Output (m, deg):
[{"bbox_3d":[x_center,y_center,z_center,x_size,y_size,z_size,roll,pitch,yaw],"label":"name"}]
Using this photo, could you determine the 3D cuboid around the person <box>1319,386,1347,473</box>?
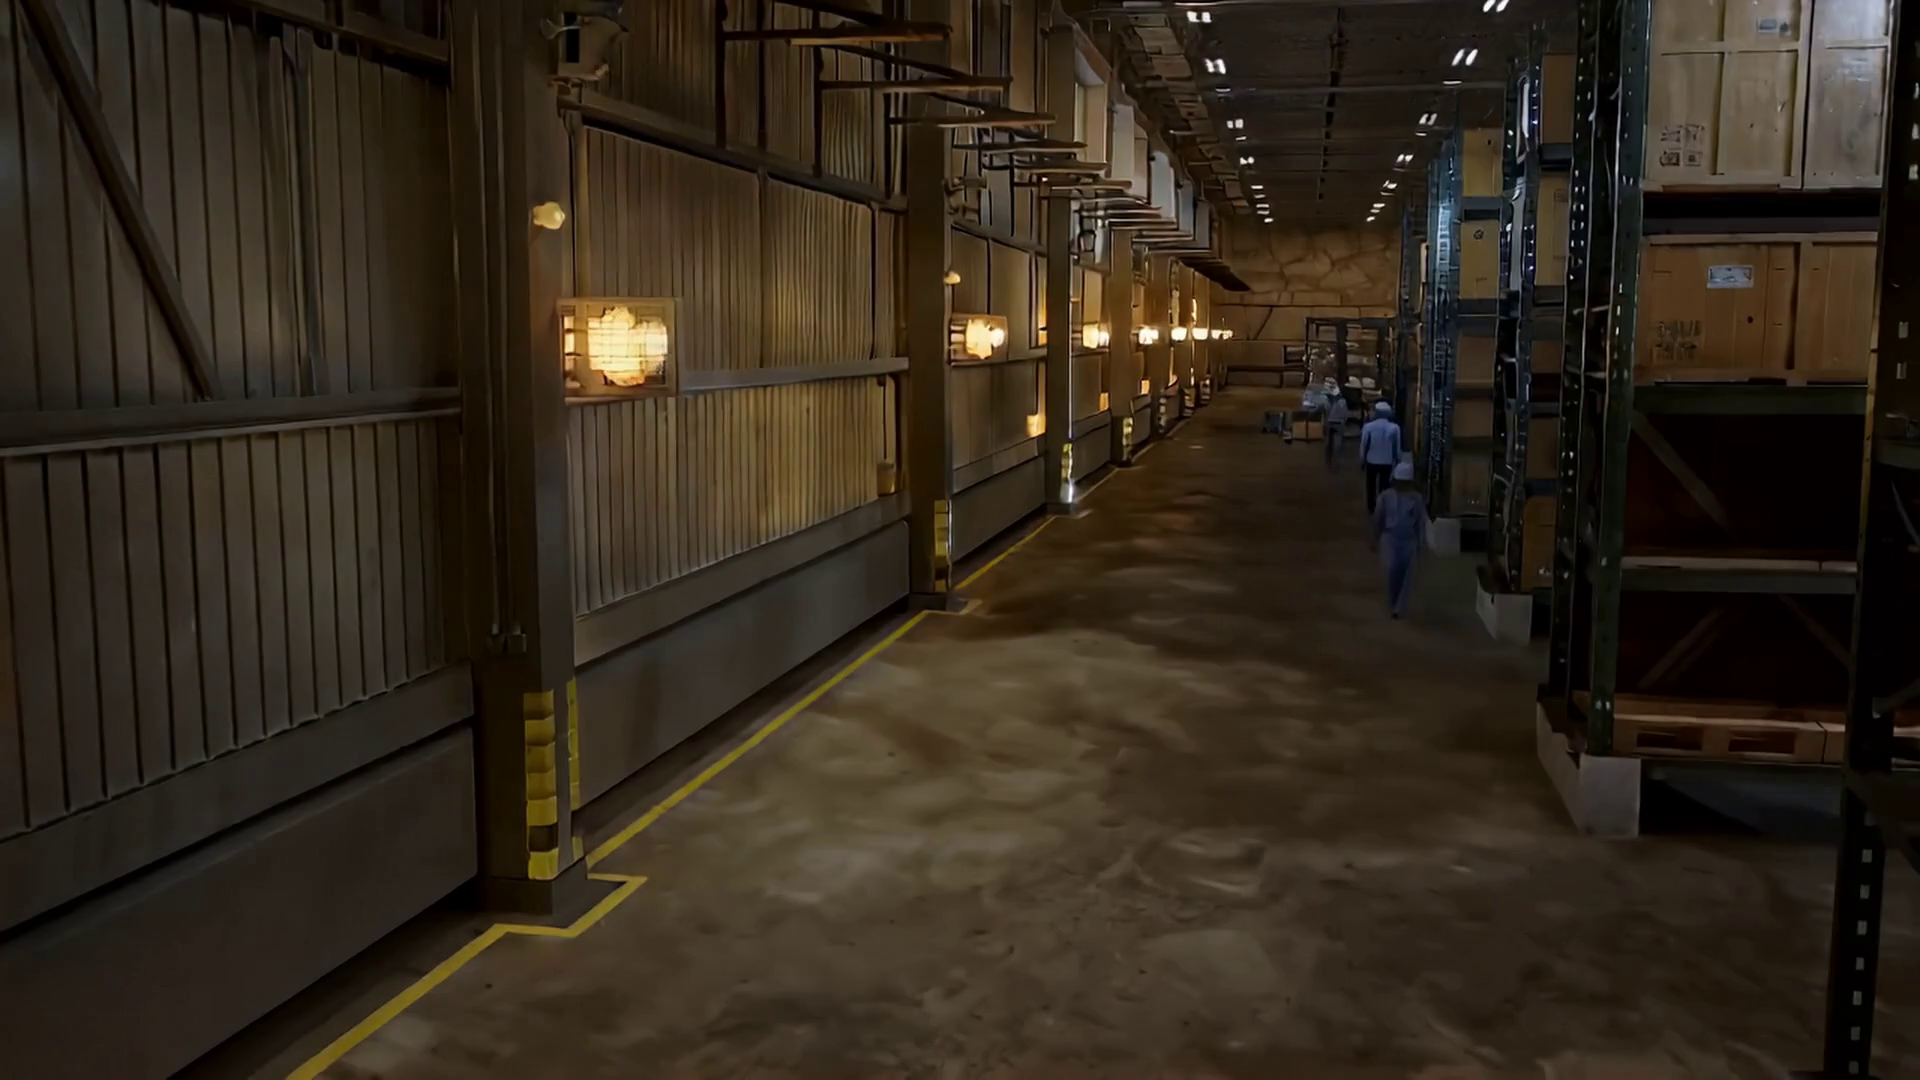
[{"bbox_3d":[8.241,-2.448,36.772,0.621,1.926,0.661,1,7,9],"label":"person"}]

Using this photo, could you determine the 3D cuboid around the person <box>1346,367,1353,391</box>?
[{"bbox_3d":[14.599,-5.590,62.234,0.388,1.849,0.565,1,7,11],"label":"person"}]

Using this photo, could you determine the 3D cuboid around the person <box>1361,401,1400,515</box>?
[{"bbox_3d":[7.045,-1.344,27.869,0.647,1.937,1.019,1,7,12],"label":"person"}]

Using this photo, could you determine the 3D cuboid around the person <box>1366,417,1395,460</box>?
[{"bbox_3d":[7.901,-1.660,31.233,0.590,1.725,0.651,0,7,2],"label":"person"}]

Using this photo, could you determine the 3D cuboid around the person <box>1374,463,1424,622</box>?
[{"bbox_3d":[4.724,0.023,17.865,0.493,1.713,0.656,1,7,6],"label":"person"}]
